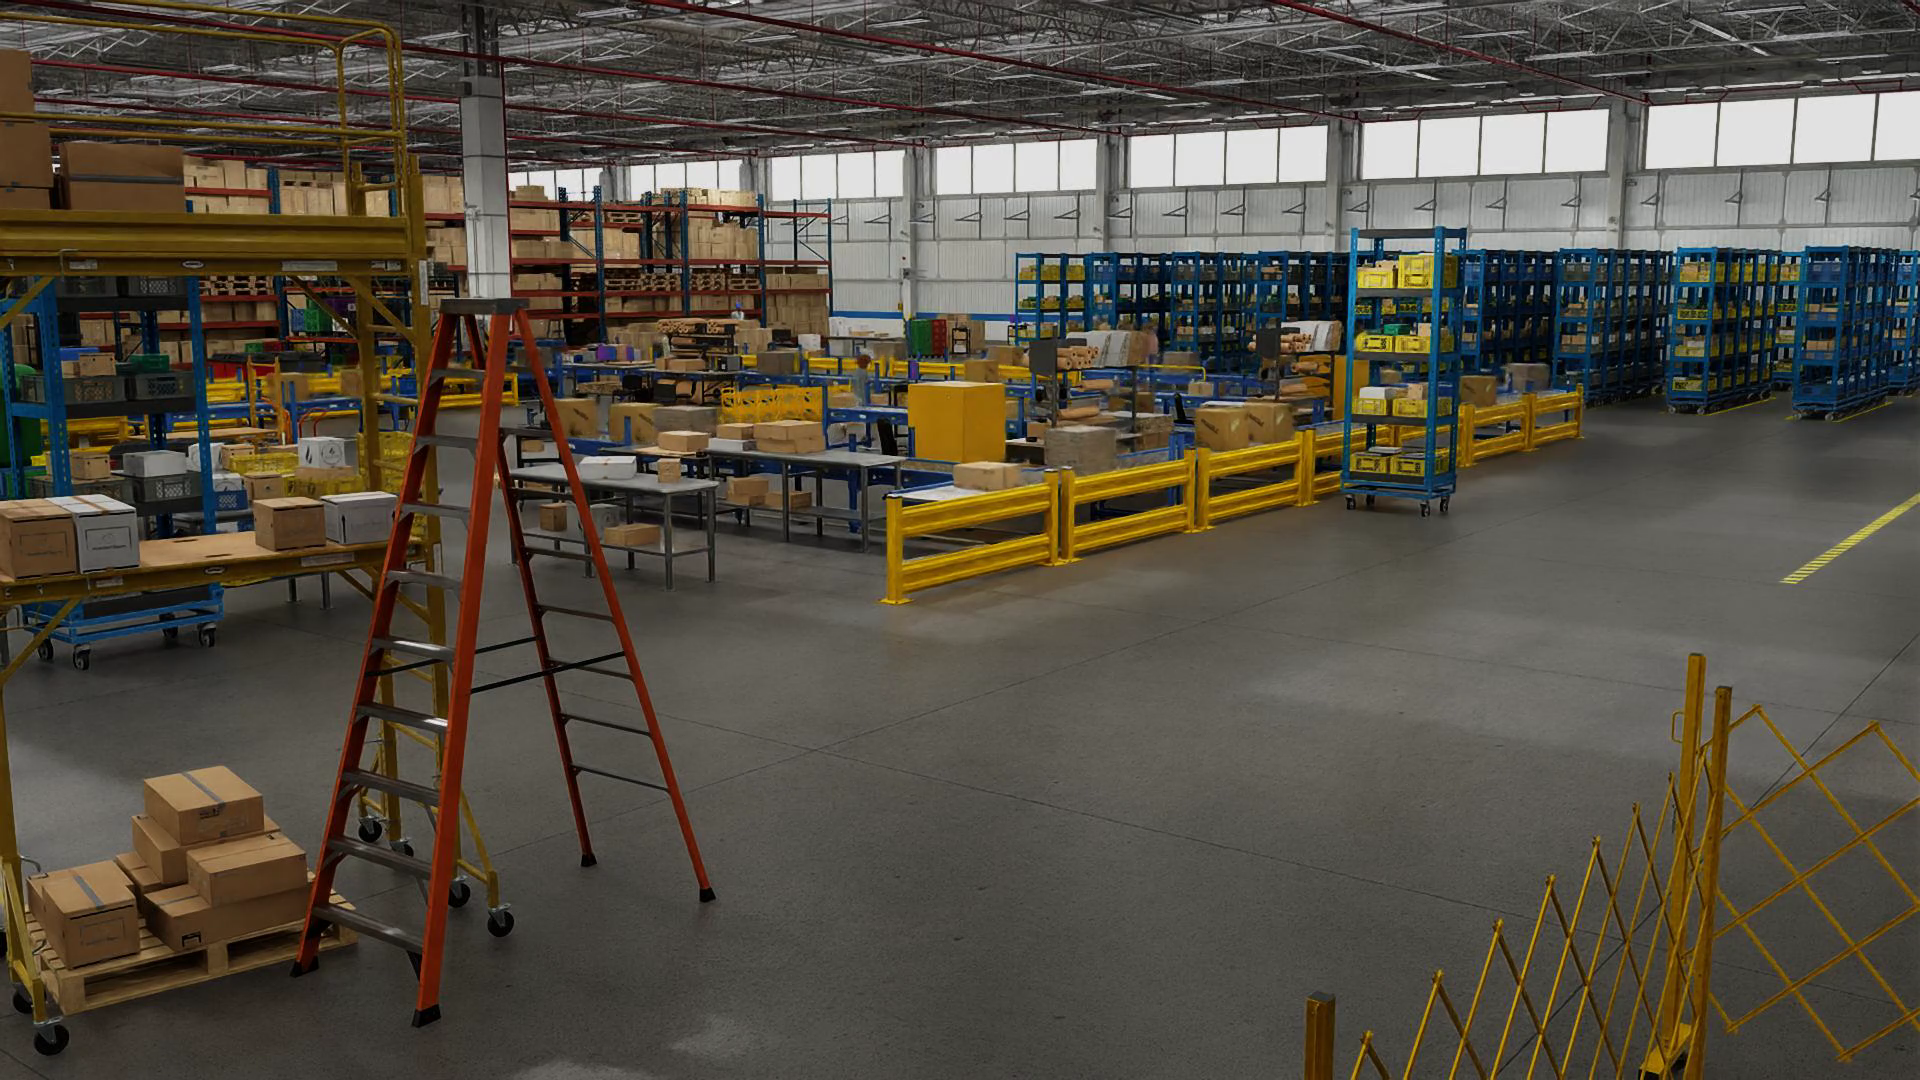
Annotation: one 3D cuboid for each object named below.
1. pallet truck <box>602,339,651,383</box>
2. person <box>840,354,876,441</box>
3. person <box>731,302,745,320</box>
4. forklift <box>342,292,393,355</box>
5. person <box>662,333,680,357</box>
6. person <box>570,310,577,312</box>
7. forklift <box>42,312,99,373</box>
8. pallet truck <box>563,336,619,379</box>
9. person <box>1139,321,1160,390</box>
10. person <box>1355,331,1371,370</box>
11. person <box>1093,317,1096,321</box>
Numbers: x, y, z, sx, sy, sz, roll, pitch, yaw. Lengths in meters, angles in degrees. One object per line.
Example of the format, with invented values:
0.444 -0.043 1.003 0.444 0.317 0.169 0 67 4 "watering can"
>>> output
-8.991 -4.871 45.351 0.653 1.274 1.630 7 11 37 "pallet truck"
-1.829 -2.569 30.043 0.598 1.599 0.522 -4 10 -23 "person"
-8.356 -7.984 62.768 0.616 1.943 0.403 -9 13 -44 "person"
-16.485 -5.622 45.120 1.129 2.768 1.873 7 11 37 "forklift"
-7.094 -4.441 41.057 0.443 1.813 0.615 4 10 25 "person"
-16.377 -9.115 70.269 0.806 1.811 0.584 -8 12 -43 "person"
-23.779 -5.451 44.052 1.873 2.768 1.129 7 11 36 "forklift"
-10.690 -5.294 48.215 1.601 1.201 0.680 -5 10 -26 "pallet truck"
4.622 -4.346 40.219 0.428 1.890 0.681 7 12 39 "person"
9.010 -3.739 36.850 0.538 1.741 0.712 -8 12 -40 "person"
4.155 -6.558 53.750 1.062 1.981 0.616 3 10 18 "person"
